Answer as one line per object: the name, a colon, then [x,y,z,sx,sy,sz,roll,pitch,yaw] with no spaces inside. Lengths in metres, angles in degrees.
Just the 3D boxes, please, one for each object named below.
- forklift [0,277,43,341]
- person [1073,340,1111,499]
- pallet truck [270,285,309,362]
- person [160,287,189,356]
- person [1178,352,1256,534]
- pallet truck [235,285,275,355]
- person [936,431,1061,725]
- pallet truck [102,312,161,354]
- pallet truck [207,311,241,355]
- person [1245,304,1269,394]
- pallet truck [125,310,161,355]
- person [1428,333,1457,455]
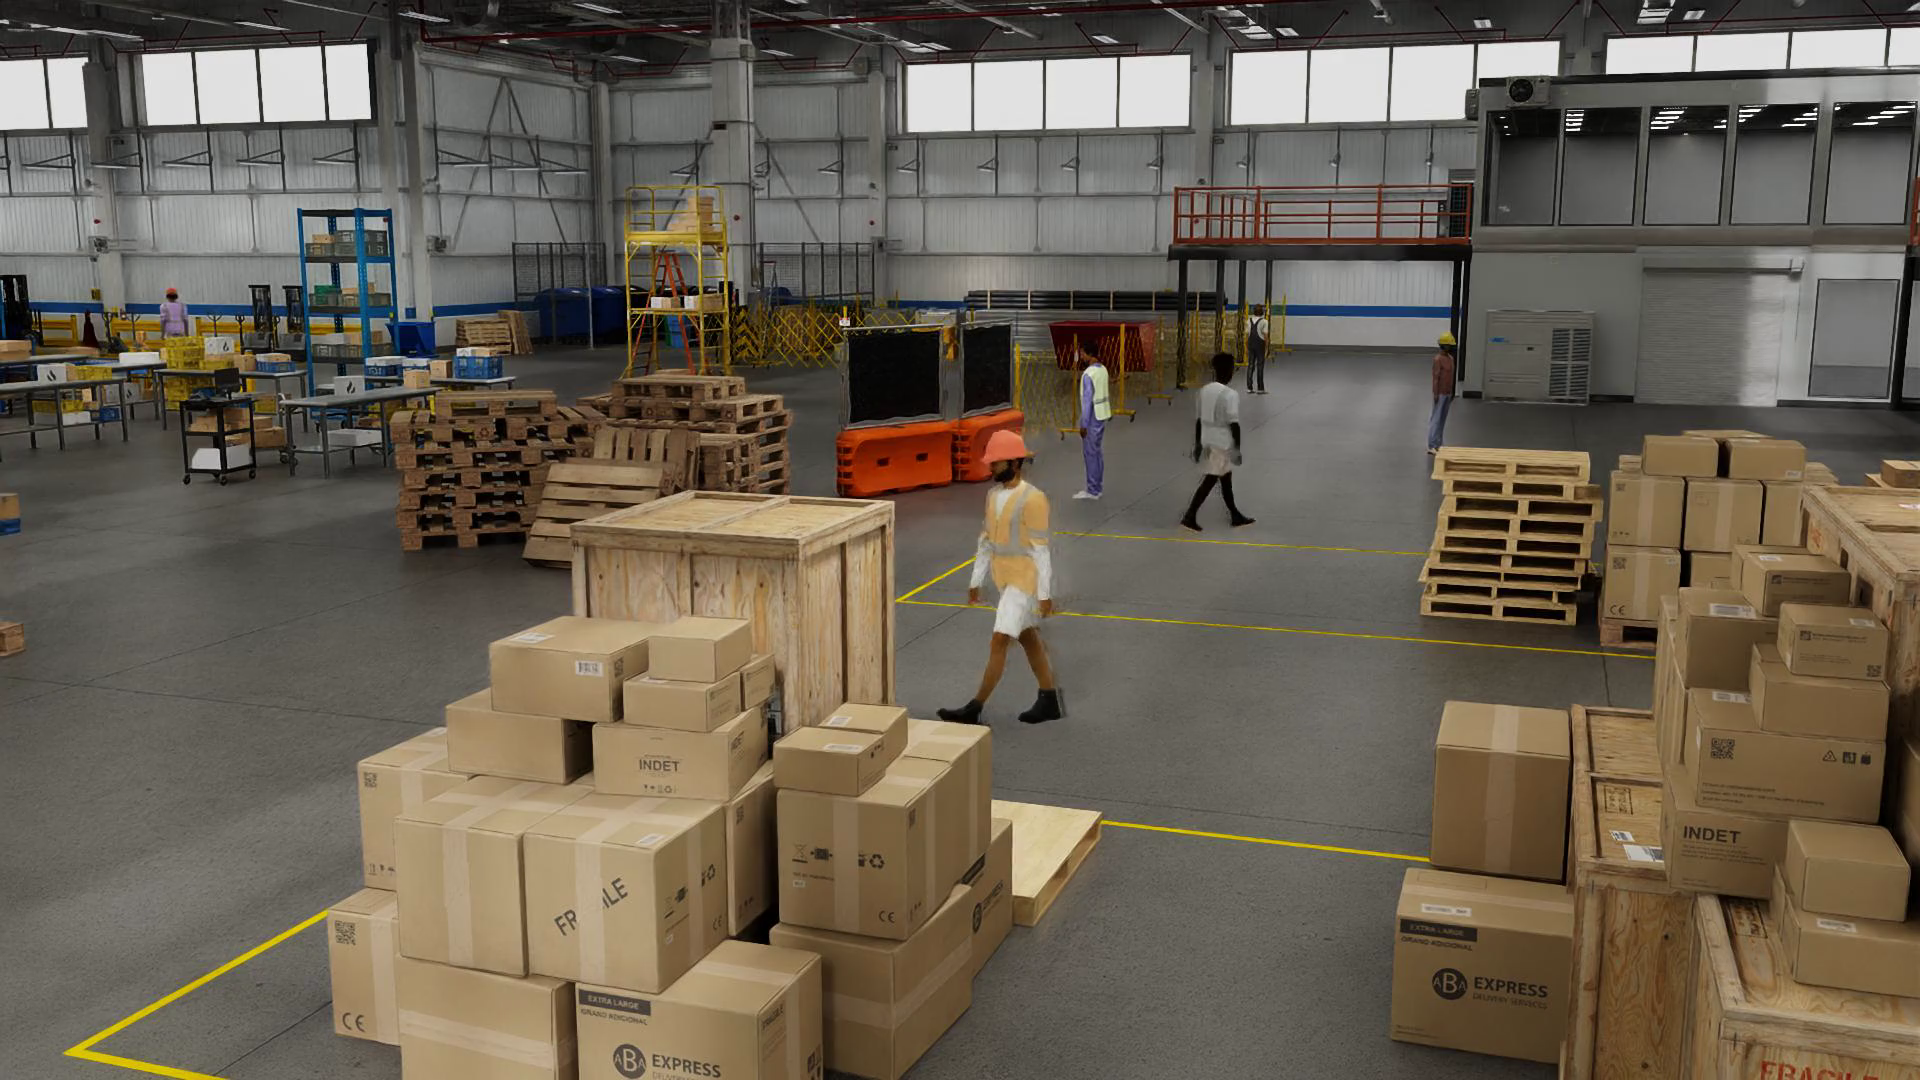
forklift: [-27.151,-6.329,46.328,1.157,1.987,2.680,3,11,17]
person: [1.578,-1.432,19.892,0.421,1.909,0.589,4,11,23]
pallet truck: [-17.147,-5.700,43.663,0.823,1.965,1.885,3,11,17]
person: [-18.465,-4.915,39.112,0.615,2.041,0.392,-8,13,-39]
person: [2.720,-1.026,17.564,1.018,1.920,0.610,-5,11,-24]
pallet truck: [-18.327,-5.835,44.421,0.823,1.965,1.885,4,11,23]
person: [0.245,0.266,10.360,0.985,1.882,0.574,-5,11,-28]
pallet truck: [-23.057,-5.777,46.261,0.680,1.201,1.601,3,11,19]
pallet truck: [-19.537,-5.575,44.913,0.653,1.274,1.630,3,11,19]
person: [6.057,-3.890,33.900,0.516,1.843,0.327,8,13,38]
pallet truck: [-22.038,-5.665,45.457,0.704,1.261,1.522,3,11,17]
person: [7.037,-2.122,24.165,0.326,1.767,0.533,9,13,41]
